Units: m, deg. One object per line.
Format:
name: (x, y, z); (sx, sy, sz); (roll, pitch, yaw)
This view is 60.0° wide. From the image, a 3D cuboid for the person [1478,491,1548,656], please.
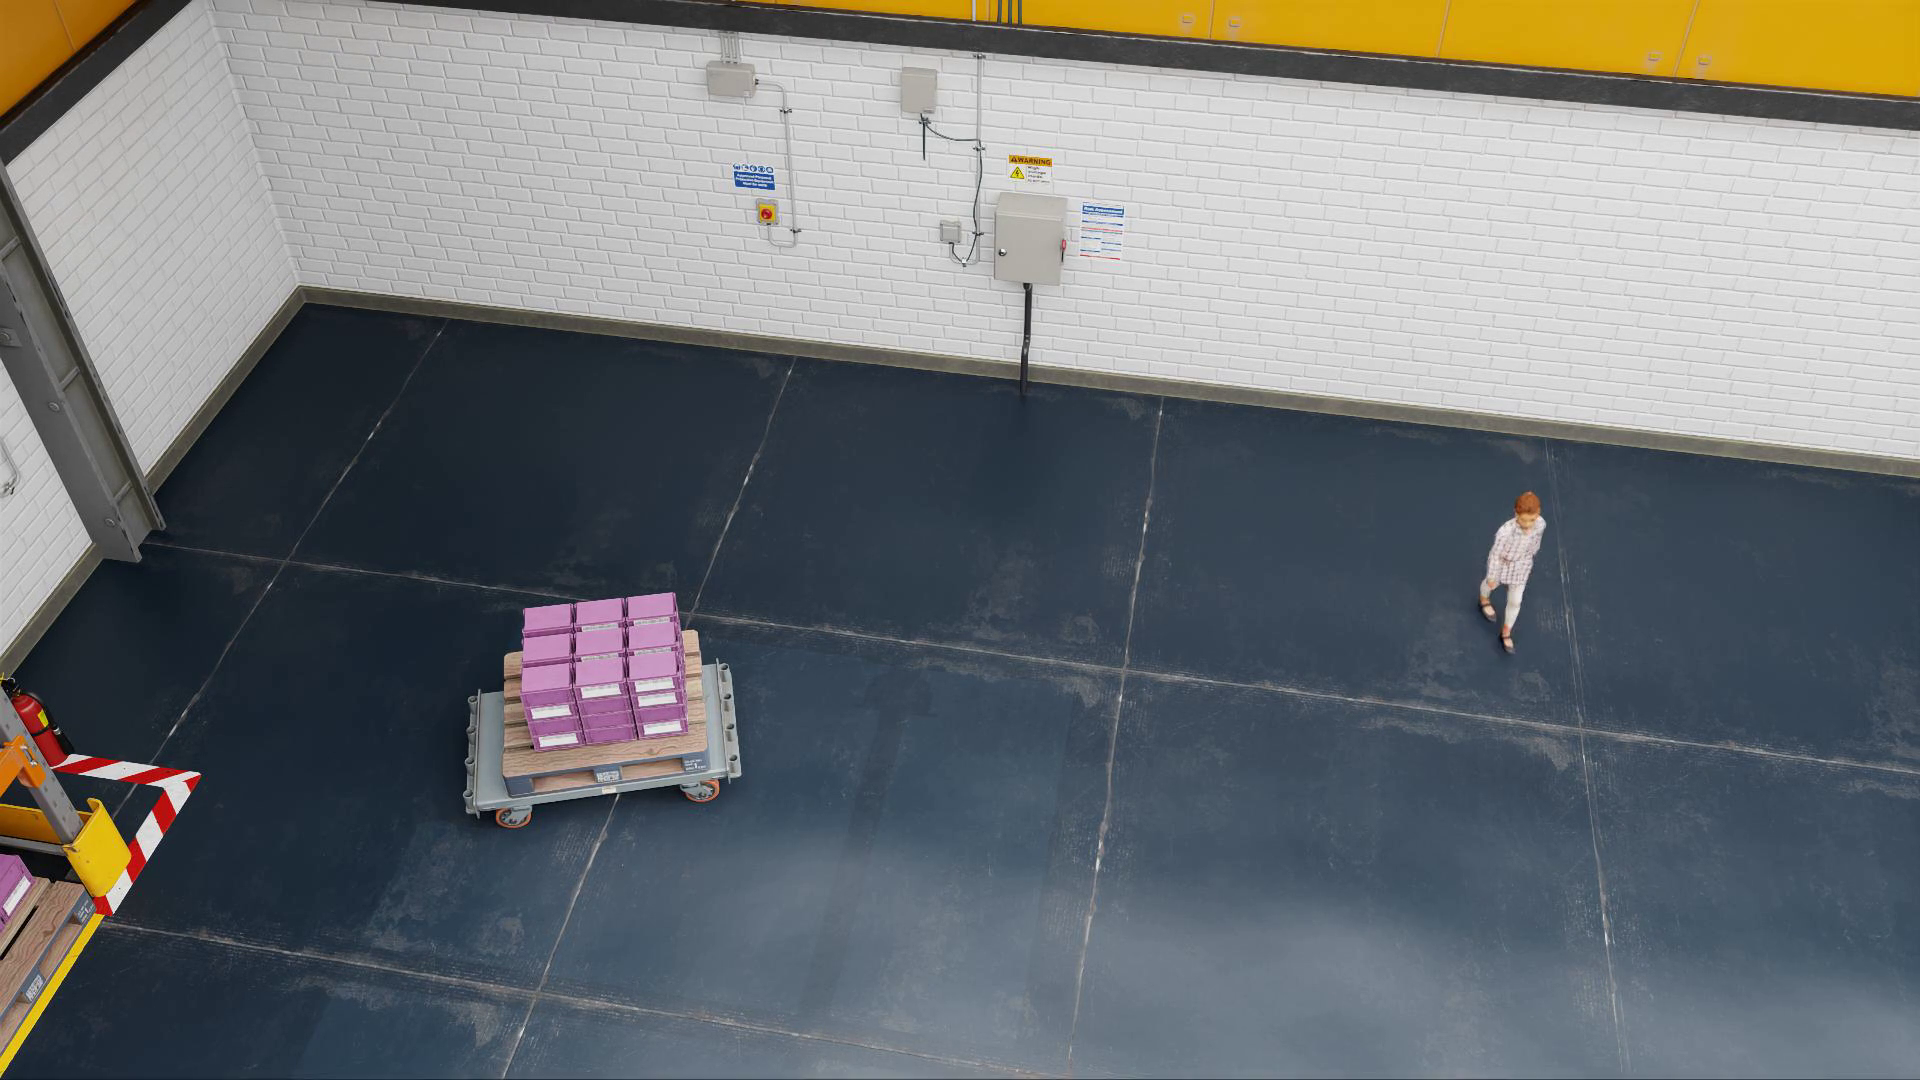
person: (3.620, 0.102, 10.992); (0.676, 1.271, 0.849); (-10, 45, -10)
